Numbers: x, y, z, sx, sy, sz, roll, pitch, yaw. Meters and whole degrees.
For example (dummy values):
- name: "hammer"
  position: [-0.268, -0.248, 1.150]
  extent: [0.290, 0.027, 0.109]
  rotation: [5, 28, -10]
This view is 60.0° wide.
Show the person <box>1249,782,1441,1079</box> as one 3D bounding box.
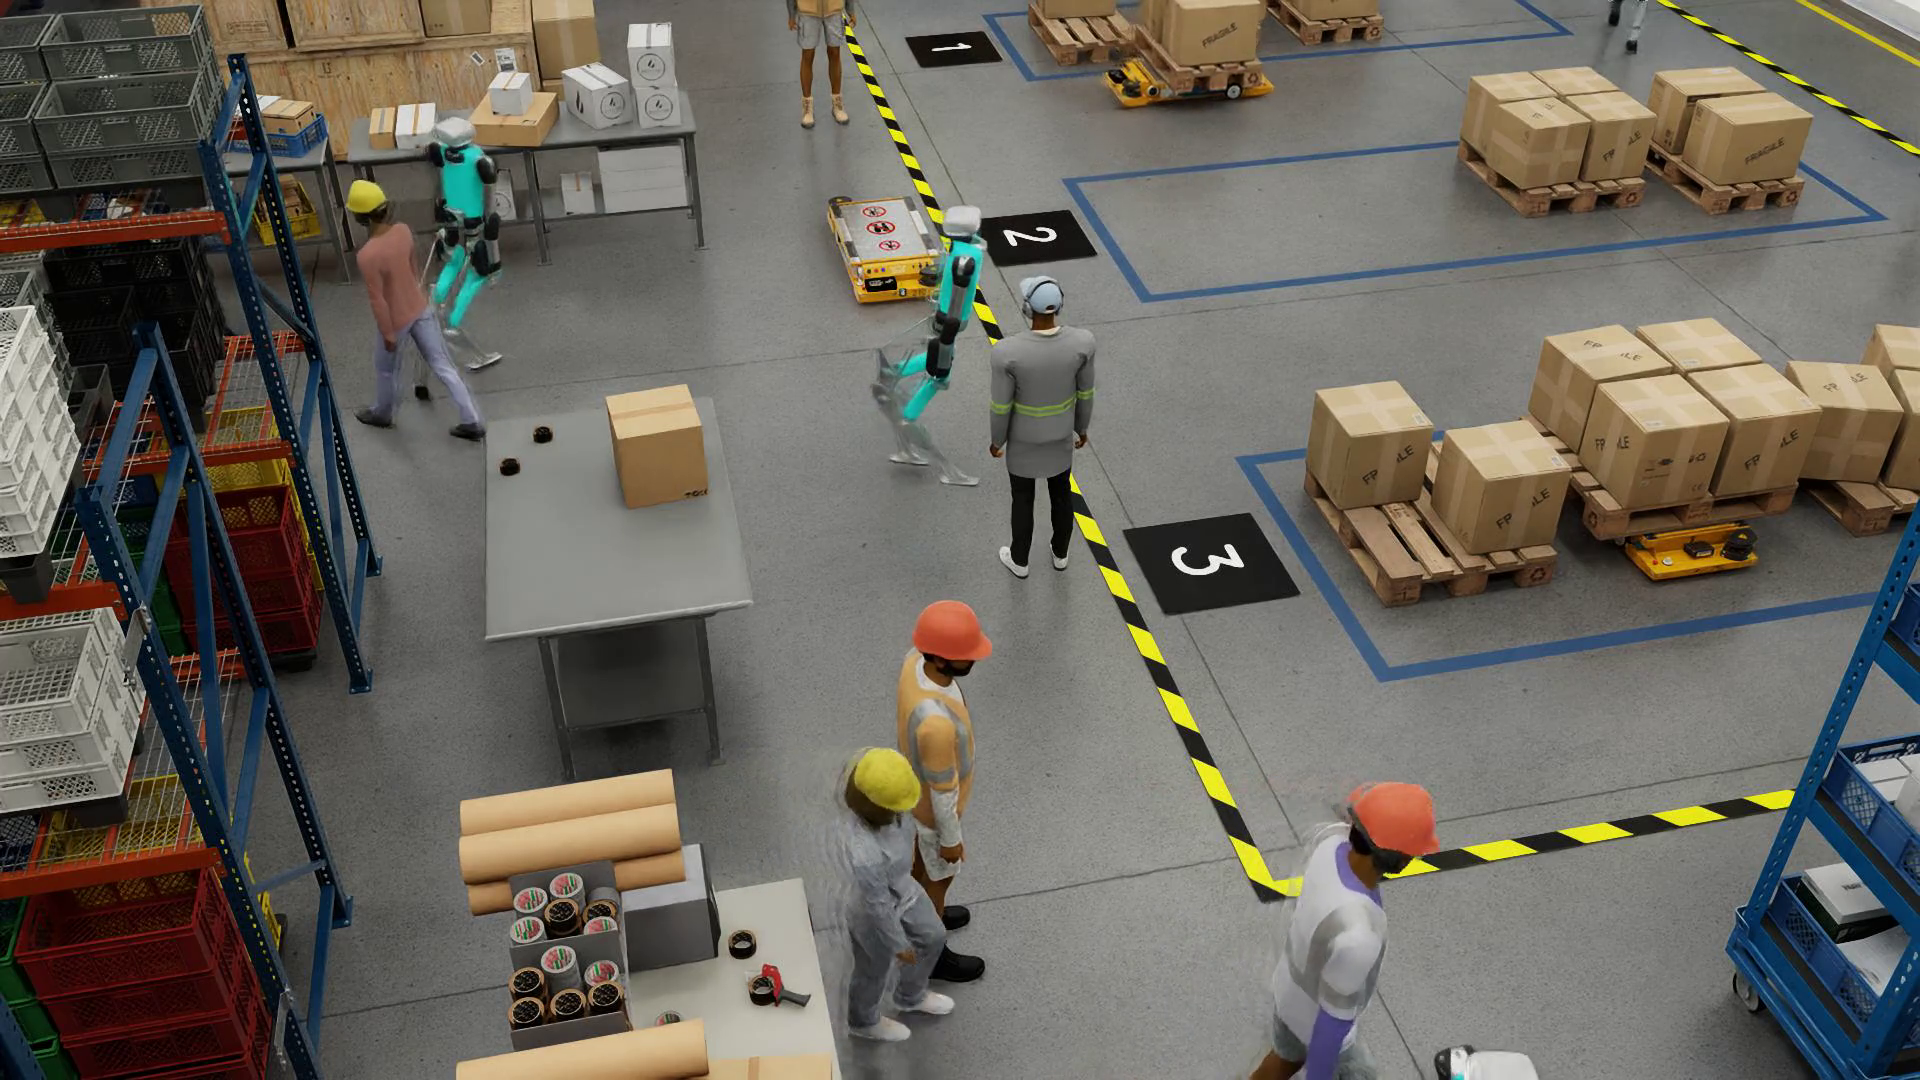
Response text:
- name: "person"
  position: [1.412, 1.644, 5.891]
  extent: [0.877, 1.998, 0.657]
  rotation: [0, 37, 0]

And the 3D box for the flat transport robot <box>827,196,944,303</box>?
- name: "flat transport robot"
  position: [-0.570, -2.220, 12.538]
  extent: [0.659, 0.231, 1.431]
  rotation: [-8, 37, -10]

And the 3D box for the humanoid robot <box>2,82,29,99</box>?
- name: "humanoid robot"
  position: [-7.278, -3.497, 12.910]
  extent: [0.735, 1.677, 0.533]
  rotation: [-18, 40, -23]

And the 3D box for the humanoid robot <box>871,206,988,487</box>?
- name: "humanoid robot"
  position: [-0.254, -1.130, 9.845]
  extent: [0.821, 1.770, 0.556]
  rotation: [3, 37, 4]

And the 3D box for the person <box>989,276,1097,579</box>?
- name: "person"
  position: [0.434, -0.606, 9.042]
  extent: [0.590, 1.852, 0.371]
  rotation: [-9, 38, -12]

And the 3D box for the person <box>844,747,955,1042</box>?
- name: "person"
  position: [-0.230, 1.420, 6.425]
  extent: [0.563, 1.713, 0.489]
  rotation: [7, 37, 10]

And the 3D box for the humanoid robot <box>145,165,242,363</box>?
- name: "humanoid robot"
  position: [-5.113, -1.870, 10.911]
  extent: [0.602, 1.655, 0.601]
  rotation: [-23, 43, -28]

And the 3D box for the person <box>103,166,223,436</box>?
- name: "person"
  position: [-4.944, -1.485, 10.241]
  extent: [0.507, 1.838, 0.337]
  rotation: [30, 46, 34]

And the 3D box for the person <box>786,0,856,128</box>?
- name: "person"
  position: [-1.179, -4.526, 14.161]
  extent: [0.604, 2.033, 0.390]
  rotation: [-8, 37, -10]

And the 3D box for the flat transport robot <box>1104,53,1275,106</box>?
- name: "flat transport robot"
  position: [2.101, -4.242, 15.231]
  extent: [1.431, 0.197, 0.652]
  rotation: [-8, 37, -10]

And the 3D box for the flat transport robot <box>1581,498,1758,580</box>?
- name: "flat transport robot"
  position: [4.062, -0.294, 9.926]
  extent: [0.652, 0.197, 1.431]
  rotation: [-8, 37, -10]

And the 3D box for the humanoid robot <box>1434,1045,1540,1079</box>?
- name: "humanoid robot"
  position: [1.819, 2.218, 5.349]
  extent: [0.795, 1.788, 0.560]
  rotation: [-5, 37, -6]

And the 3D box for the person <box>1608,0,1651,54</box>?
- name: "person"
  position: [6.502, -5.616, 15.806]
  extent: [0.591, 1.809, 0.729]
  rotation: [9, 38, 12]

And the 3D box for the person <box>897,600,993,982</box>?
- name: "person"
  position: [-0.066, 1.020, 6.788]
  extent: [0.366, 1.933, 0.550]
  rotation: [-6, 37, -8]

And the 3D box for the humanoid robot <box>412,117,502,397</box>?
- name: "humanoid robot"
  position: [-3.329, -1.715, 10.662]
  extent: [0.548, 1.800, 0.954]
  rotation: [20, 41, 25]

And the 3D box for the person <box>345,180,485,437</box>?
- name: "person"
  position: [-3.430, -1.399, 10.219]
  extent: [0.912, 1.712, 0.539]
  rotation: [14, 39, 18]
